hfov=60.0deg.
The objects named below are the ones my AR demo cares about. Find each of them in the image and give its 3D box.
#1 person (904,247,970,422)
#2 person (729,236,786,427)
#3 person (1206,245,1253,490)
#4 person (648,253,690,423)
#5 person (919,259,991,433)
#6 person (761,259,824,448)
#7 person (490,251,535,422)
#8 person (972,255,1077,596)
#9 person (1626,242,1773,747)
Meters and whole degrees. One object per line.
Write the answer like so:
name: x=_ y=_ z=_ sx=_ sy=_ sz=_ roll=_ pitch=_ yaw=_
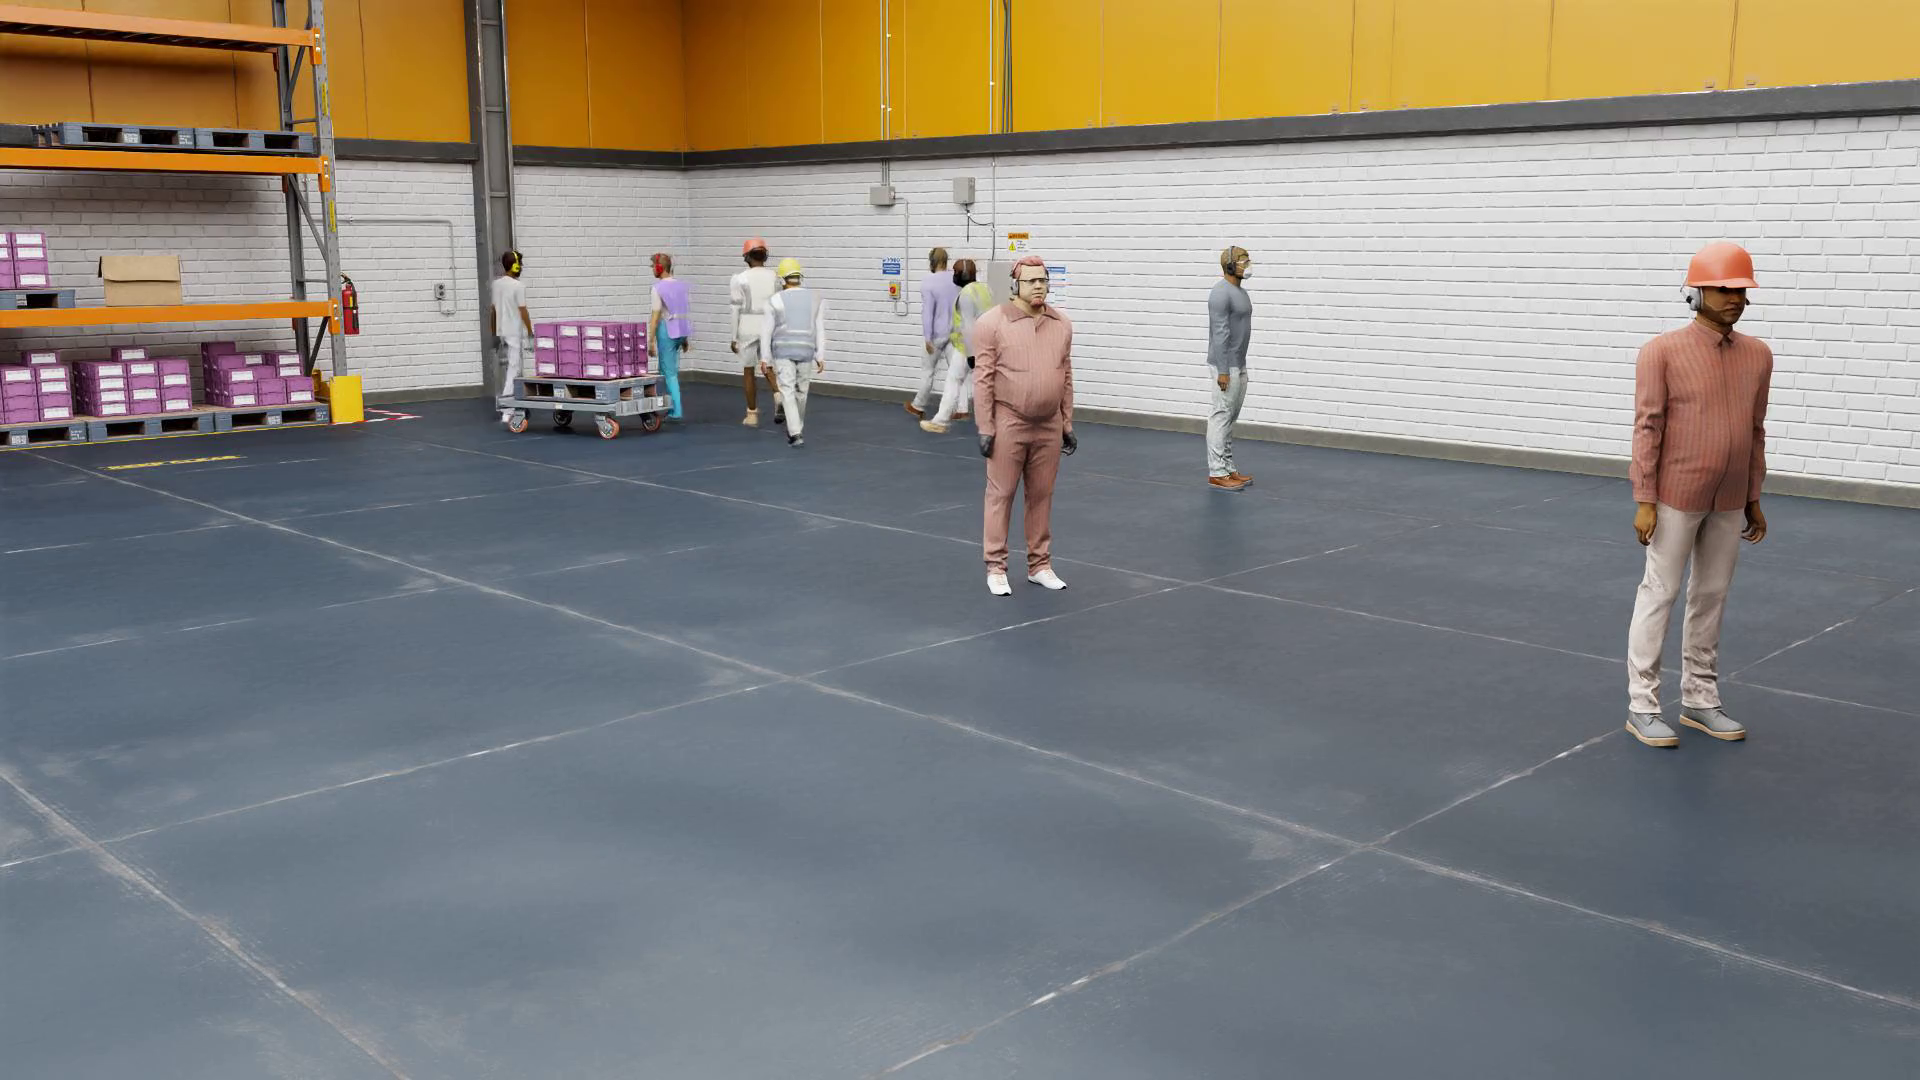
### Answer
person: x=-0.215 y=-2.235 z=18.160 sx=0.649 sy=1.887 sz=1.012 roll=-8 pitch=13 yaw=-36
person: x=-2.101 y=-2.168 z=17.439 sx=0.610 sy=2.015 sz=0.627 roll=-5 pitch=12 yaw=-27
person: x=2.175 y=-1.379 z=13.343 sx=0.372 sy=1.940 sz=0.630 roll=5 pitch=11 yaw=23
person: x=-3.184 y=-2.160 z=17.906 sx=0.549 sy=1.823 sz=0.595 roll=4 pitch=11 yaw=22
person: x=0.101 y=-1.949 z=16.895 sx=0.994 sy=1.791 sz=0.630 roll=5 pitch=11 yaw=23
person: x=-1.614 y=-1.788 z=15.980 sx=0.611 sy=1.804 sz=0.769 roll=-5 pitch=11 yaw=-24
person: x=-4.848 y=-2.199 z=18.071 sx=0.532 sy=1.852 sz=0.454 roll=9 pitch=14 yaw=41
person: x=0.384 y=-0.645 z=9.424 sx=0.636 sy=1.911 sz=0.405 roll=-5 pitch=12 yaw=-26
person: x=2.947 y=-0.175 z=6.629 sx=0.612 sy=1.994 sz=0.376 roll=-3 pitch=11 yaw=-16
